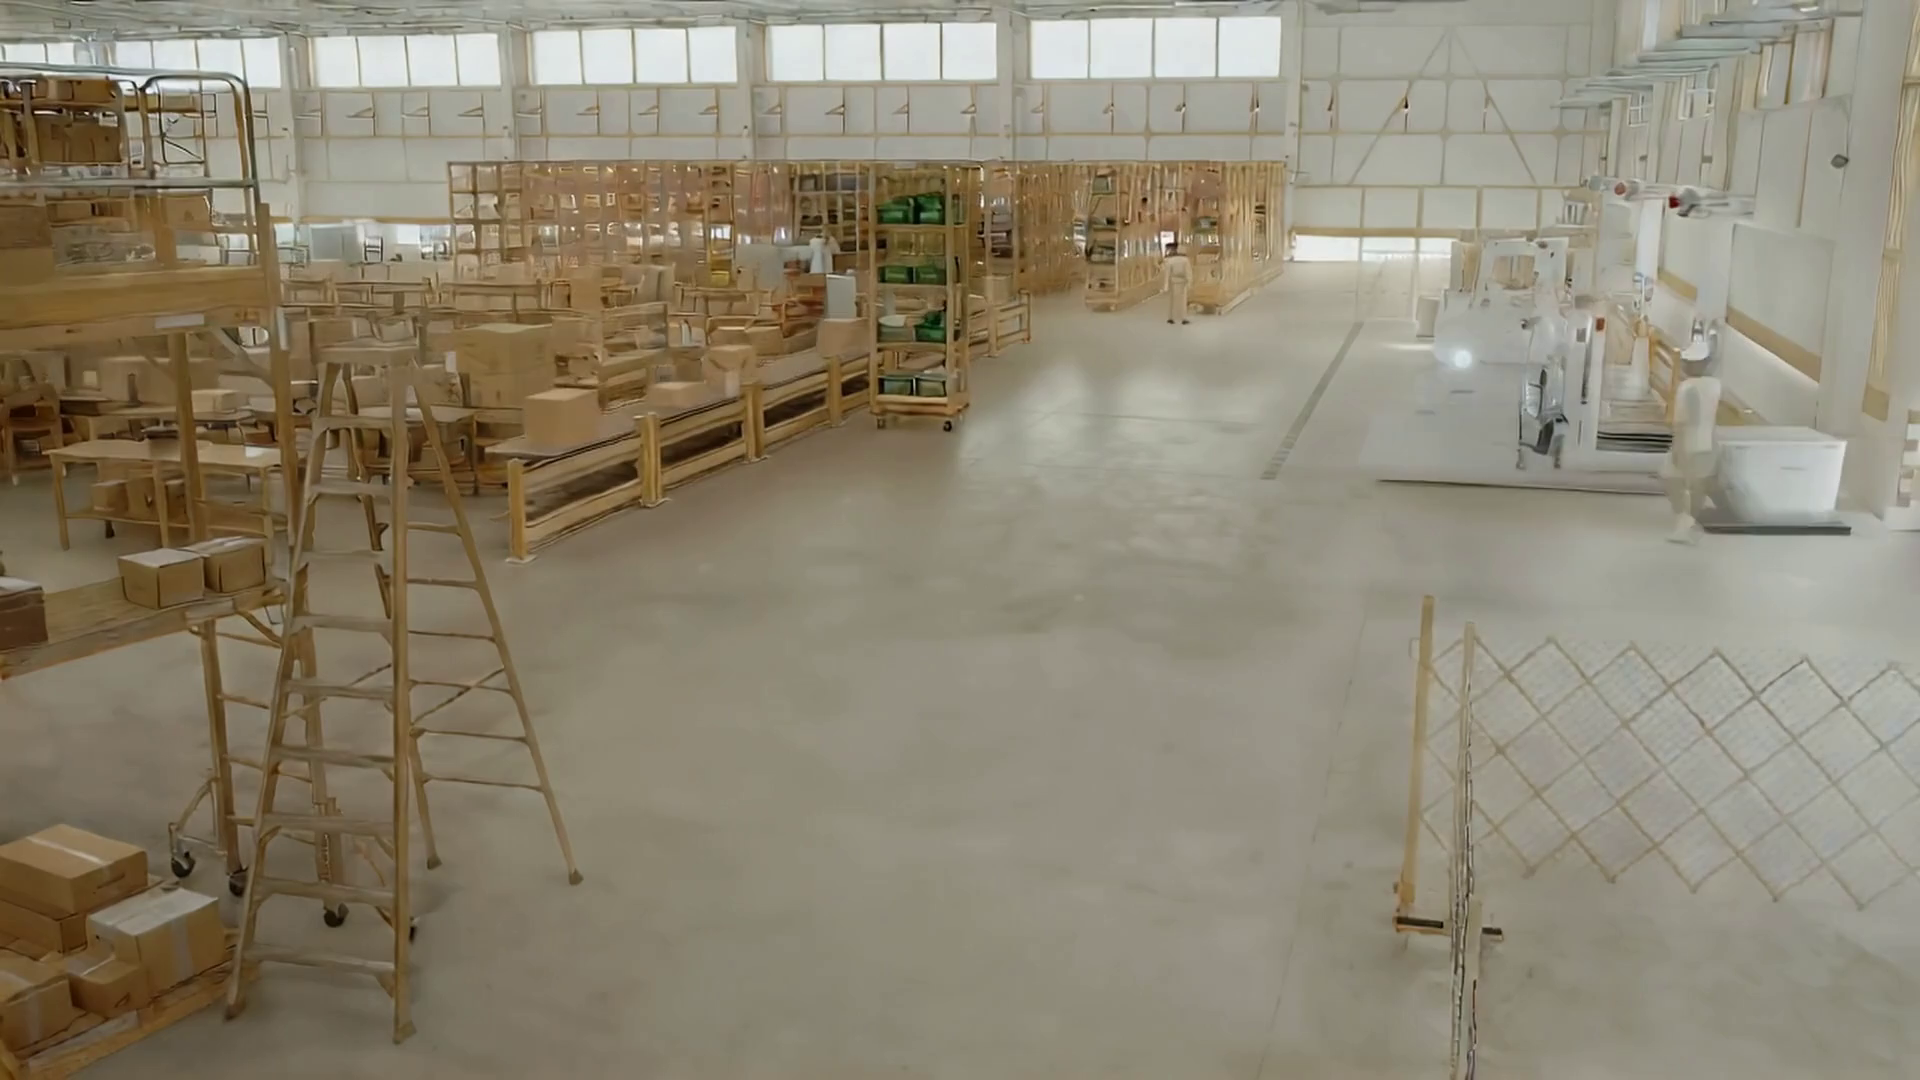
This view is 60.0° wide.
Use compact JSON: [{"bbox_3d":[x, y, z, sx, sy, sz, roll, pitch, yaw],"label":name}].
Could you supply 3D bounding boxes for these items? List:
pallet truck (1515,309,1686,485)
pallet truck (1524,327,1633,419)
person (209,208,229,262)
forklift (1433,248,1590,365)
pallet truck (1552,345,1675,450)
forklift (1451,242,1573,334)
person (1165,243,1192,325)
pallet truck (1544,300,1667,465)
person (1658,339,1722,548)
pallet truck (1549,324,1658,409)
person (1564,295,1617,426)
[{"bbox_3d":[7.554,-1.677,19.446,1.885,1.965,0.823,3,13,14],"label":"pallet truck"},{"bbox_3d":[9.065,-2.460,24.370,1.522,1.261,0.704,3,13,14],"label":"pallet truck"},{"bbox_3d":[-26.037,-10.685,58.453,0.610,1.950,0.377,-5,14,-22],"label":"person"},{"bbox_3d":[9.780,-4.111,29.280,2.680,1.987,1.157,3,13,14],"label":"forklift"},{"bbox_3d":[8.641,-1.896,21.908,1.630,1.274,0.653,4,14,16],"label":"pallet truck"},{"bbox_3d":[10.464,-4.597,31.405,2.680,1.987,1.157,4,14,16],"label":"forklift"},{"bbox_3d":[4.918,-5.761,37.441,0.591,1.834,0.404,4,14,18],"label":"person"},{"bbox_3d":[8.263,-1.952,20.631,1.885,1.965,0.823,5,14,20],"label":"pallet truck"},{"bbox_3d":[7.079,-0.931,16.136,0.605,2.030,0.427,-7,15,-28],"label":"person"},{"bbox_3d":[9.824,-2.669,25.407,1.601,1.201,0.680,4,14,16],"label":"pallet truck"},{"bbox_3d":[8.812,-2.505,23.324,0.531,1.863,0.683,-12,18,-41],"label":"person"}]
